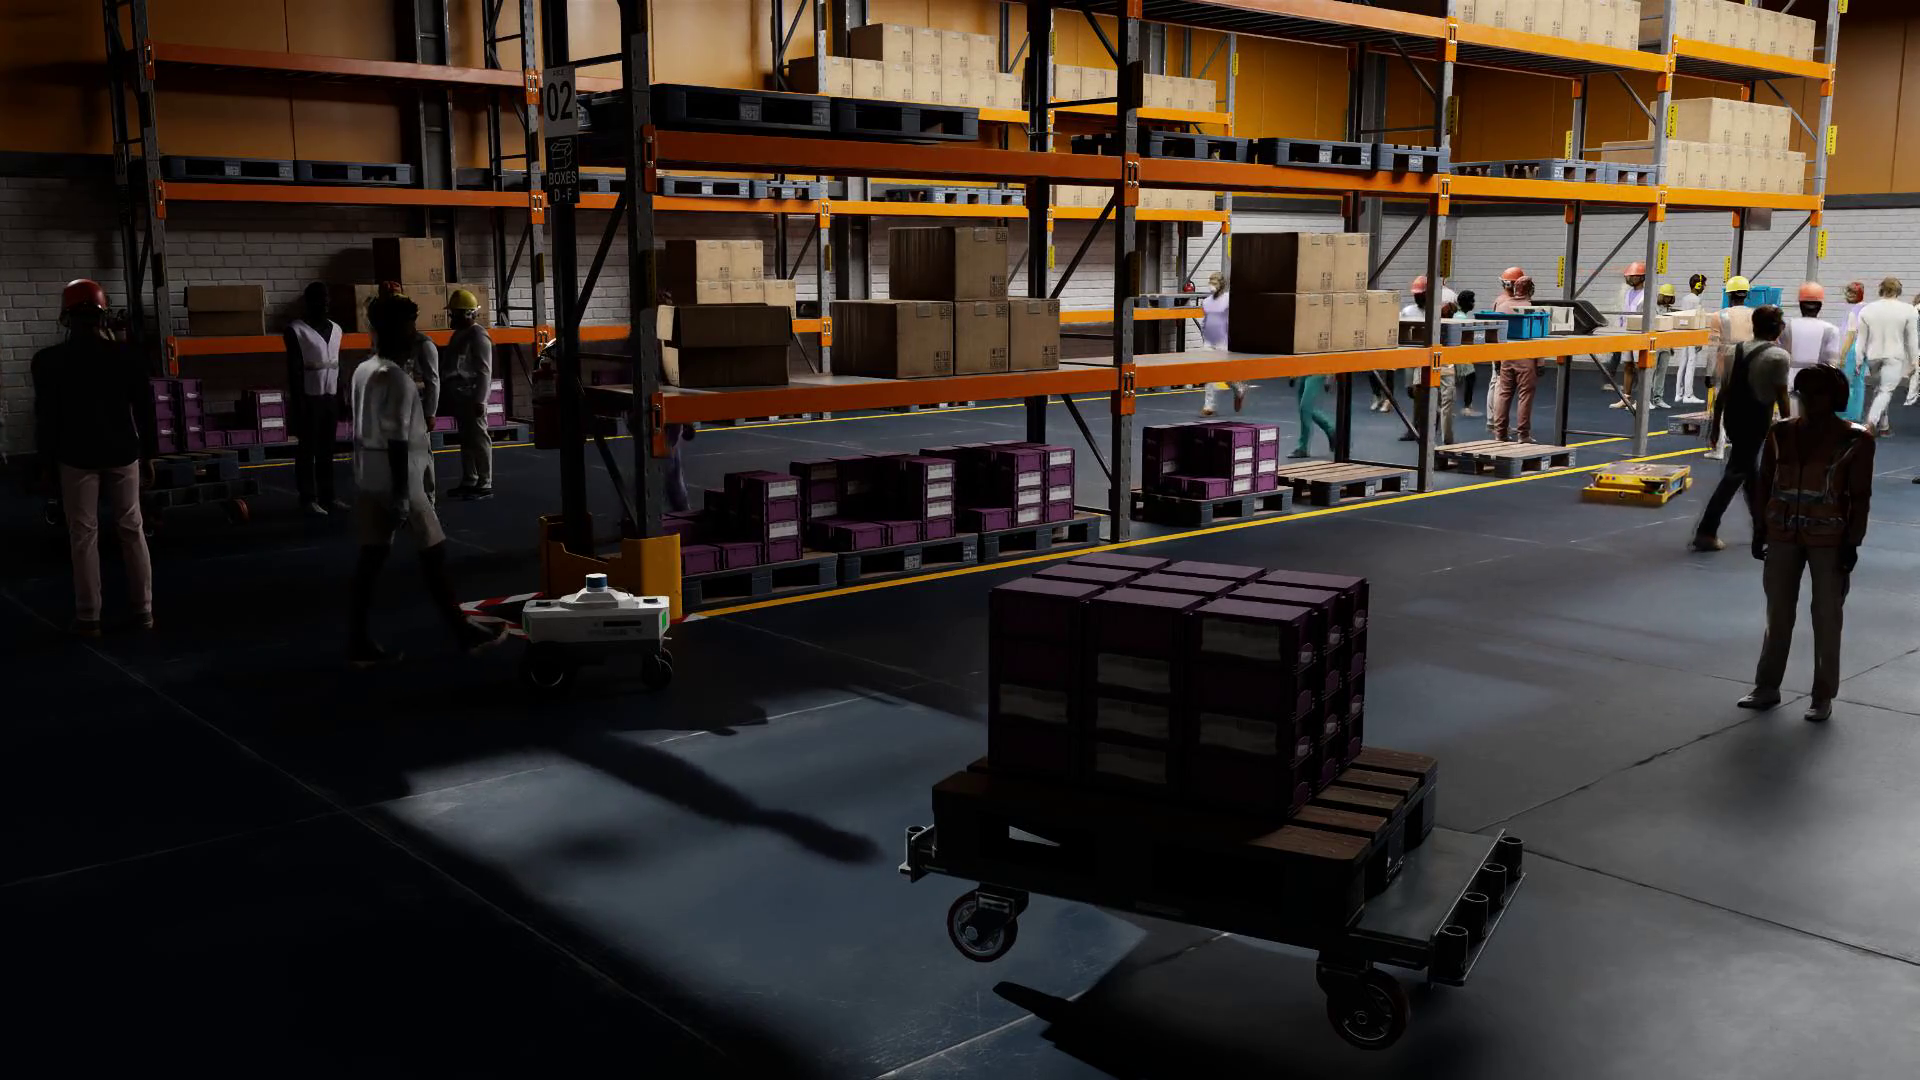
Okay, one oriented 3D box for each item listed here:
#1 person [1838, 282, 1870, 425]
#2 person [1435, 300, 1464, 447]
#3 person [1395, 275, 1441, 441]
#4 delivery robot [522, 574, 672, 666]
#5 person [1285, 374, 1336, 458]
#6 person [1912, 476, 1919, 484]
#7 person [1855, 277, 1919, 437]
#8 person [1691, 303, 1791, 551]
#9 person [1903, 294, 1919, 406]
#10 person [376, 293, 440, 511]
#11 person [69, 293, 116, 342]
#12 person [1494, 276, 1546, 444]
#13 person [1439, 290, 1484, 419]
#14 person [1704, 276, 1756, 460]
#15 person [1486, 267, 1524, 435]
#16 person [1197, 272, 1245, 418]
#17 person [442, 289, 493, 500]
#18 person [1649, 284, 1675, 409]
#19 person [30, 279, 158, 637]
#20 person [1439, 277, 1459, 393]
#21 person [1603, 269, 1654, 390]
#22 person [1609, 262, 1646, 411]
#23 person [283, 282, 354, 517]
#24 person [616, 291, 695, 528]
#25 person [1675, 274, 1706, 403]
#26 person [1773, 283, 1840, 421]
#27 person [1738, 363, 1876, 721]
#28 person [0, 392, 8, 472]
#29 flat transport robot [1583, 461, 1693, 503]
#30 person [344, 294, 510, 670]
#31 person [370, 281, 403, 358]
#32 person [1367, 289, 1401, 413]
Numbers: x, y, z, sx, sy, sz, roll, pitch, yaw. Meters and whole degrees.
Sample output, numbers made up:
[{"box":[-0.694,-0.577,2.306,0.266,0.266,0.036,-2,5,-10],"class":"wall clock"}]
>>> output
[{"box":[11.194,-2.303,20.742,0.603,1.809,0.385,-8,13,-39],"class":"person"},{"box":[5.287,-1.797,18.234,0.309,1.641,0.514,-8,12,-38],"class":"person"},{"box":[5.393,-2.115,19.336,0.870,1.915,0.542,-8,12,-39],"class":"person"},{"box":[-1.785,0.410,8.210,0.707,0.478,0.477,-2,10,-9],"class":"delivery robot"},{"box":[3.768,-1.741,17.610,0.725,1.742,0.527,-5,11,-25],"class":"person"},{"box":[9.150,-1.446,15.309,0.358,1.938,0.542,-4,11,-23],"class":"person"},{"box":[10.670,-2.092,19.239,0.983,1.895,0.630,-9,13,-41],"class":"person"},{"box":[5.716,-0.811,12.045,0.984,1.790,0.518,-4,10,-21],"class":"person"},{"box":[13.727,-2.733,23.843,0.832,1.598,0.508,-9,13,-42],"class":"person"},{"box":[-4.428,-1.044,13.261,0.601,1.830,0.403,5,11,25],"class":"person"},{"box":[-8.021,-1.422,15.619,0.975,1.786,0.639,-2,10,-10],"class":"person"},{"box":[6.384,-2.042,18.928,0.400,1.902,0.642,-8,13,-39],"class":"person"},{"box":[6.634,-2.424,21.813,0.674,1.673,0.552,1,10,5],"class":"person"},{"box":[8.080,-1.790,17.387,0.588,1.918,0.396,-1,10,-3],"class":"person"},{"box":[6.547,-2.265,19.944,0.392,1.991,0.613,1,10,4],"class":"person"},{"box":[3.454,-2.575,21.968,0.717,1.924,0.639,-8,13,-39],"class":"person"},{"box":[-4.309,-1.265,14.549,0.403,1.835,0.588,-8,13,-39],"class":"person"},{"box":[9.788,-2.695,23.205,0.483,1.738,0.312,-4,11,-24],"class":"person"},{"box":[-4.847,-0.456,9.341,0.625,1.992,0.386,-9,13,-41],"class":"person"},{"box":[7.380,-3.211,25.804,0.656,1.898,0.399,1,10,3],"class":"person"},{"box":[10.616,-3.324,26.222,0.835,1.957,0.647,3,10,18],"class":"person"},{"box":[9.265,-2.790,22.867,0.377,2.044,0.608,-3,10,-18],"class":"person"},{"box":[-5.302,-1.160,13.716,0.395,1.911,0.590,4,10,20],"class":"person"},{"box":[-2.301,-0.964,12.700,0.941,1.870,0.658,-9,13,-43],"class":"person"},{"box":[10.645,-2.921,24.162,0.329,1.865,0.508,-1,10,-3],"class":"person"},{"box":[7.709,-1.404,15.244,0.550,1.886,1.035,4,10,22],"class":"person"},{"box":[3.919,0.004,7.688,0.307,1.641,0.511,-8,12,-38],"class":"person"},{"box":[-6.706,-0.579,11.199,0.606,1.600,0.528,5,11,29],"class":"person"},{"box":[6.057,-0.530,14.819,0.652,0.197,1.431,6,11,32],"class":"flat transport robot"},{"box":[-2.862,-0.306,8.655,0.865,1.927,0.629,-9,13,-41],"class":"person"},{"box":[-5.537,-1.579,16.242,0.340,1.882,0.586,-9,13,-42],"class":"person"},{"box":[5.759,-2.560,22.541,0.559,1.681,0.391,7,12,35],"class":"person"}]
